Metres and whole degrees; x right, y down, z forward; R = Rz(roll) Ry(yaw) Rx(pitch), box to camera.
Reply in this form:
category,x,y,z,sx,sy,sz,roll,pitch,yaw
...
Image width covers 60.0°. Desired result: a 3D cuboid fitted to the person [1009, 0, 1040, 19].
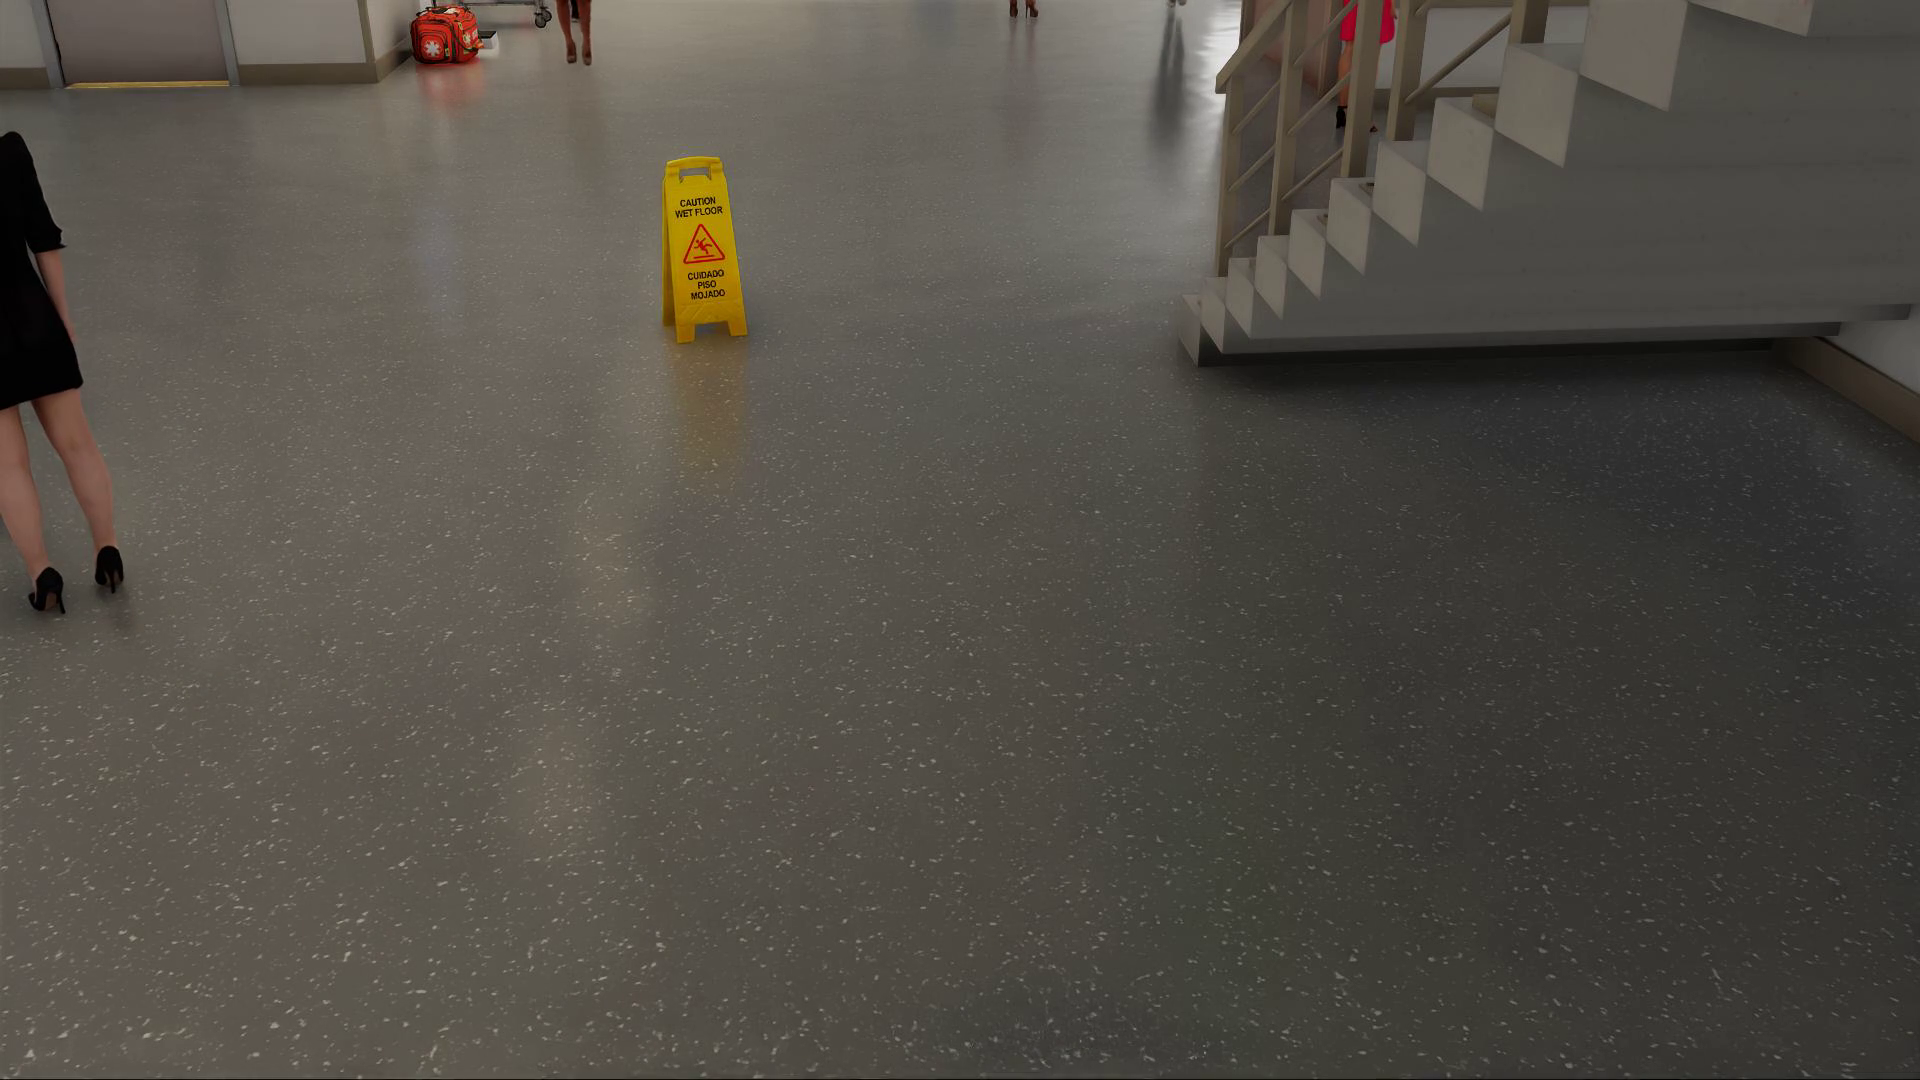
category,x,y,z,sx,sy,sz,roll,pitch,yaw
person,0.595,-5.874,15.713,0.633,1.796,0.605,8,27,16

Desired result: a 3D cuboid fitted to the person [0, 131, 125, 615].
category,x,y,z,sx,sy,sz,roll,pitch,yaw
person,-2.801,-0.592,4.877,0.716,1.695,0.672,23,34,39

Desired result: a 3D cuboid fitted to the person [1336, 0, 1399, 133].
category,x,y,z,sx,sy,sz,roll,pitch,yaw
person,2.732,-3.636,11.152,0.722,1.727,0.629,-18,31,-32

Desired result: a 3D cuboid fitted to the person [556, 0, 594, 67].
category,x,y,z,sx,sy,sz,roll,pitch,yaw
person,-3.188,-4.673,13.423,0.572,1.623,0.720,-3,26,-7
